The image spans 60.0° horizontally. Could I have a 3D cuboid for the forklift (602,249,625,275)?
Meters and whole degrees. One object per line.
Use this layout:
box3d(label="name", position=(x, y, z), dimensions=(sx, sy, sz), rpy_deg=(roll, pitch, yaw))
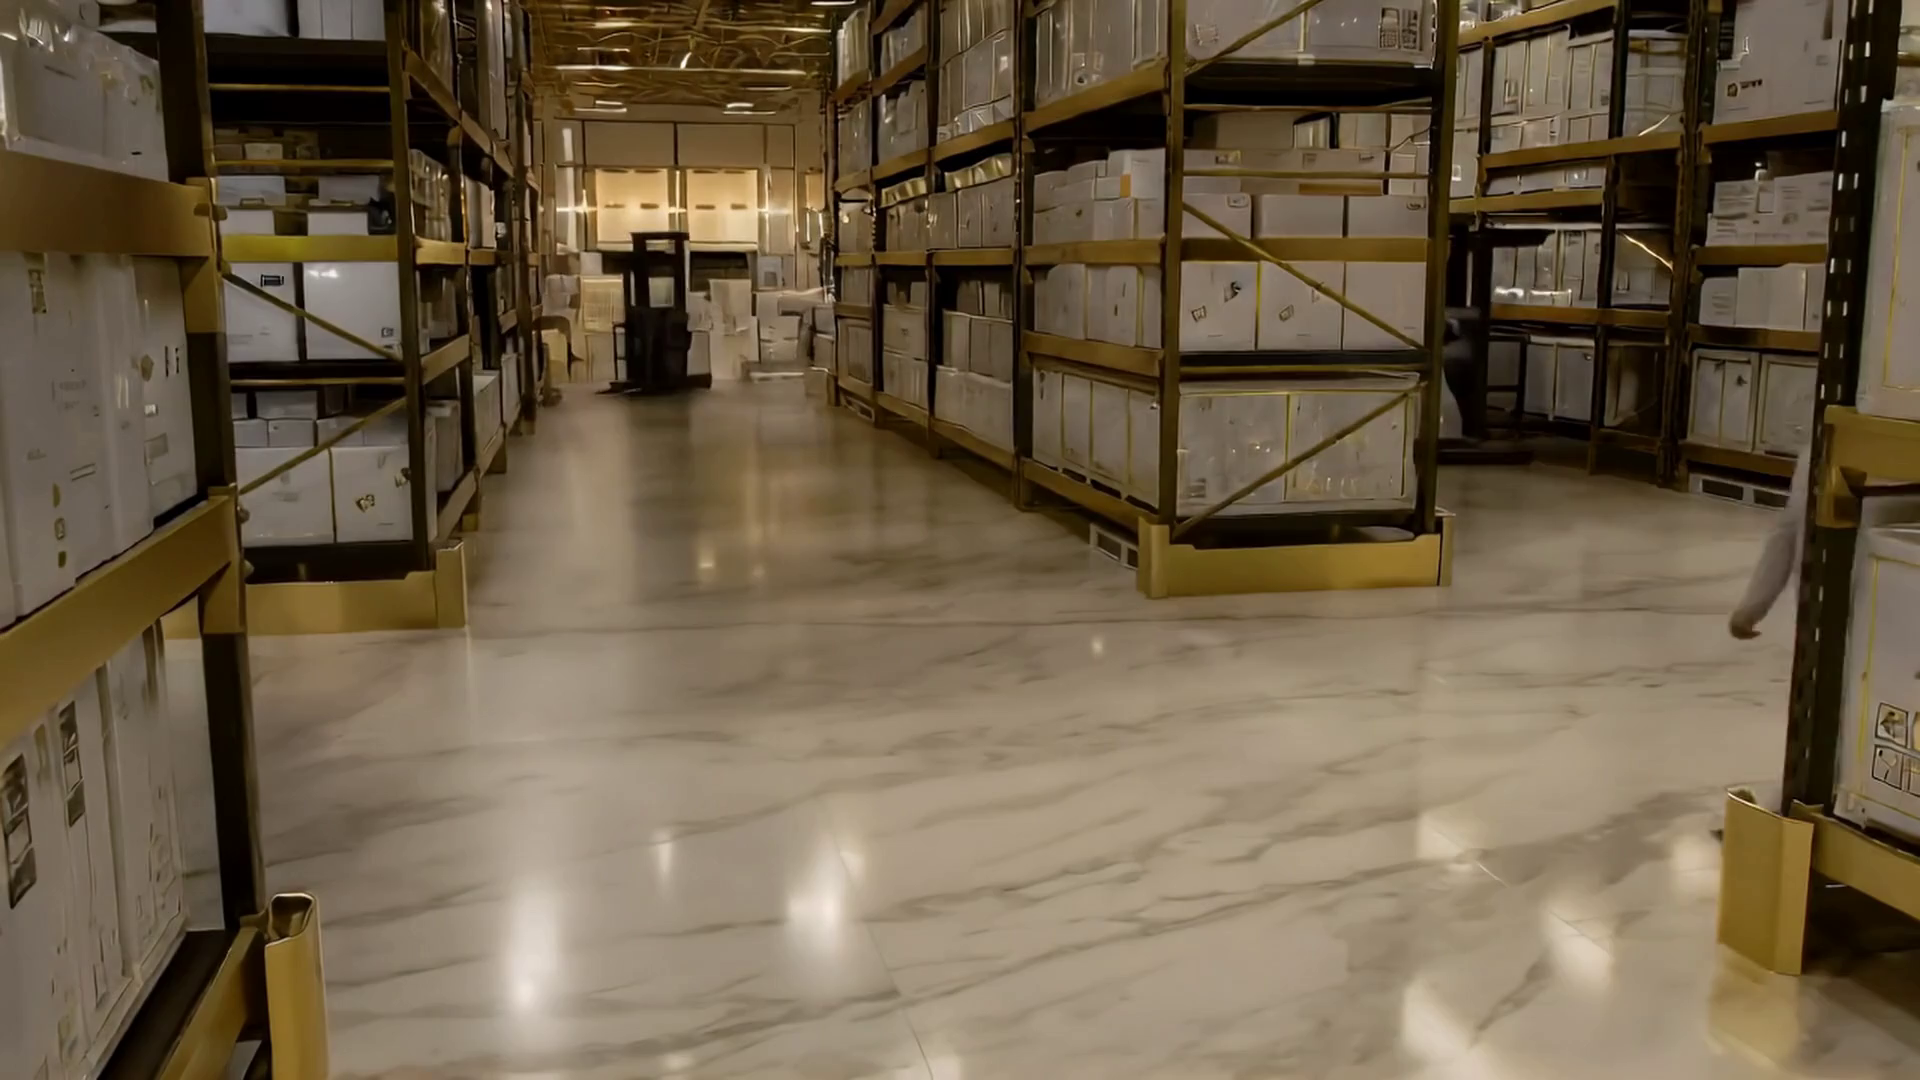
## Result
box3d(label="forklift", position=(-11.455, -8.235, 55.018), dimensions=(1.129, 2.768, 1.873), rpy_deg=(8, 12, 40))

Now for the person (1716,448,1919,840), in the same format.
box3d(label="person", position=(3.256, 0.284, 6.209), dimensions=(1.030, 1.848, 0.652), rpy_deg=(-2, 10, -13))

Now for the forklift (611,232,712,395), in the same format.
box3d(label="forklift", position=(-5.243, -4.010, 29.268), dimensions=(1.129, 2.768, 1.873), rpy_deg=(3, 10, 16))

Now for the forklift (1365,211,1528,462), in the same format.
box3d(label="forklift", position=(5.369, -2.304, 18.867), dimensions=(1.873, 2.768, 1.129), rpy_deg=(-2, 10, -12))

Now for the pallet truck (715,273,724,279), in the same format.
box3d(label="pallet truck", position=(-8.580, -8.986, 62.280), dimensions=(1.885, 1.965, 0.823), rpy_deg=(1, 9, 5))
